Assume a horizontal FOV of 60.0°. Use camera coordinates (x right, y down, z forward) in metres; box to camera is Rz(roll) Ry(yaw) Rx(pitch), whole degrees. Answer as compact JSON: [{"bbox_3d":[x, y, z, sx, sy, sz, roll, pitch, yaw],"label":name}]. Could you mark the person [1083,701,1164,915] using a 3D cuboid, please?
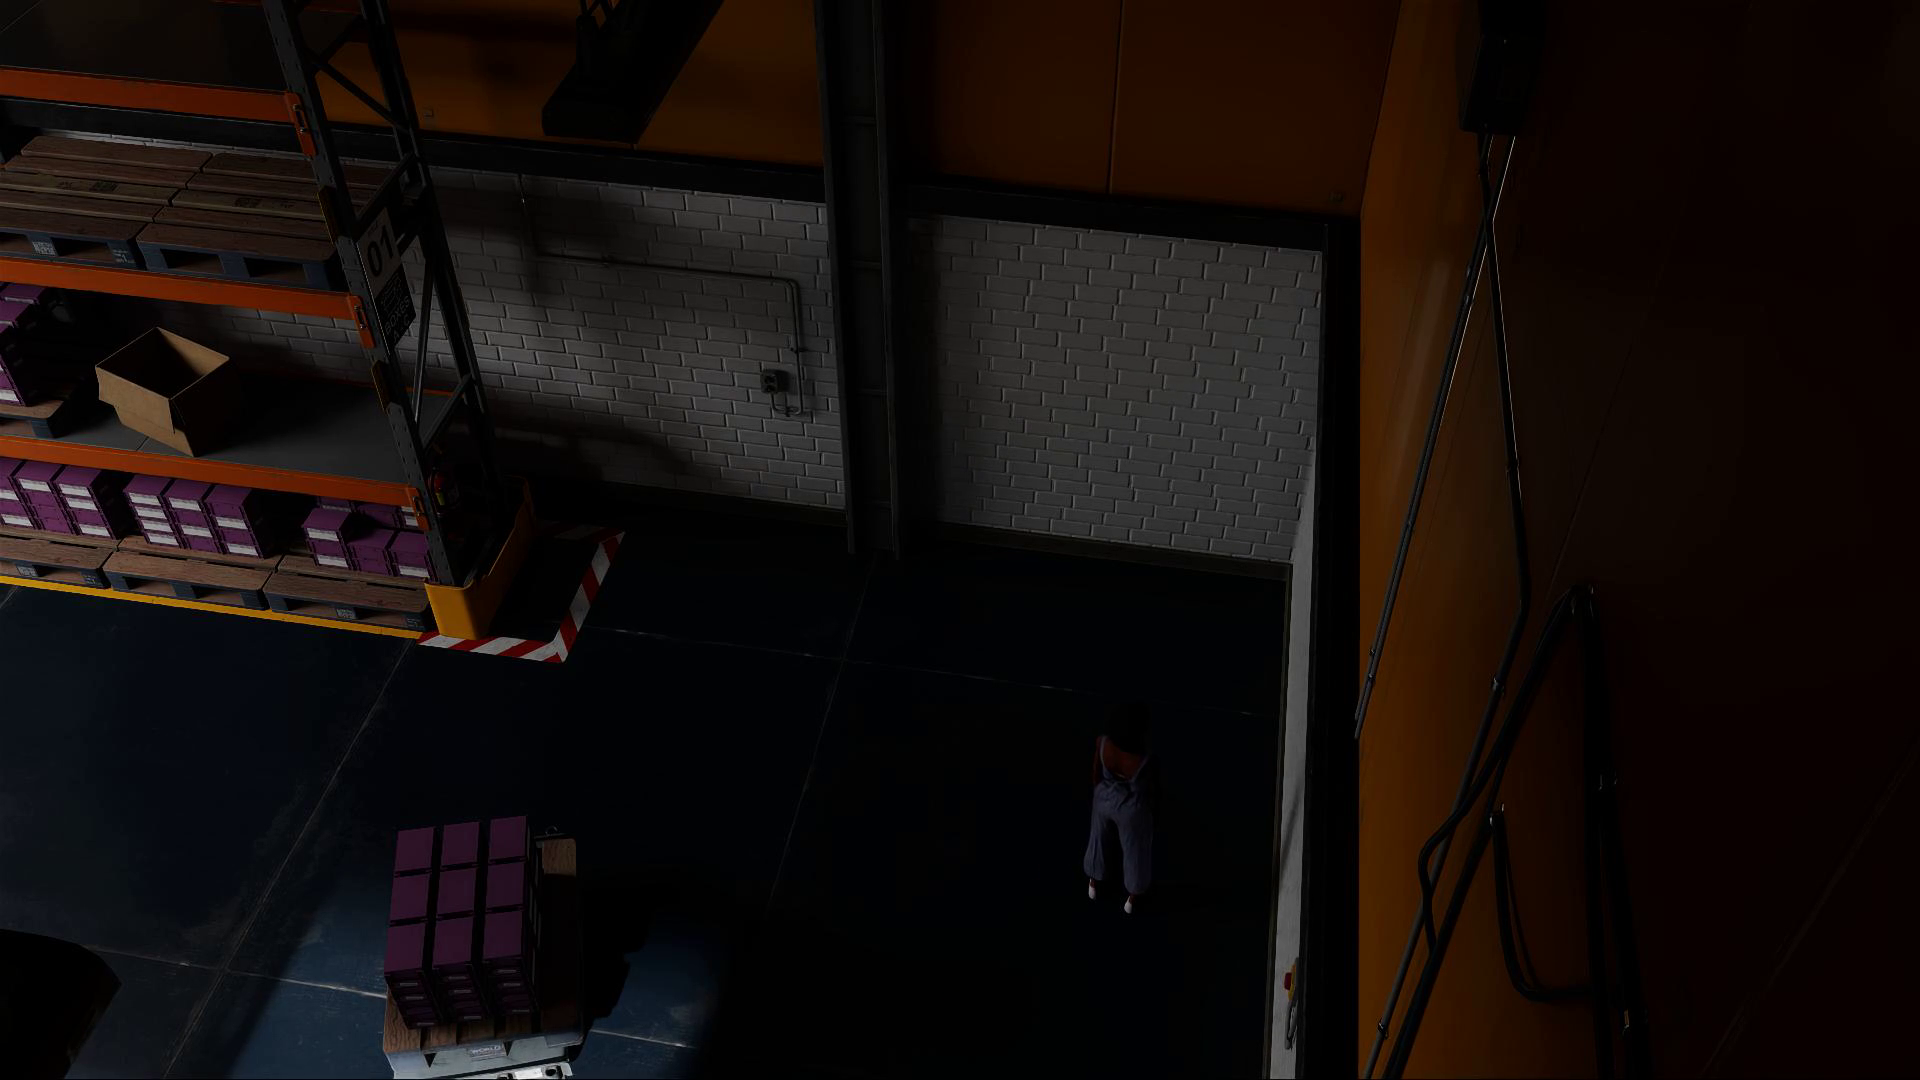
[{"bbox_3d":[0.933,1.519,9.456,0.560,1.699,0.701,21,48,21],"label":"person"}]
